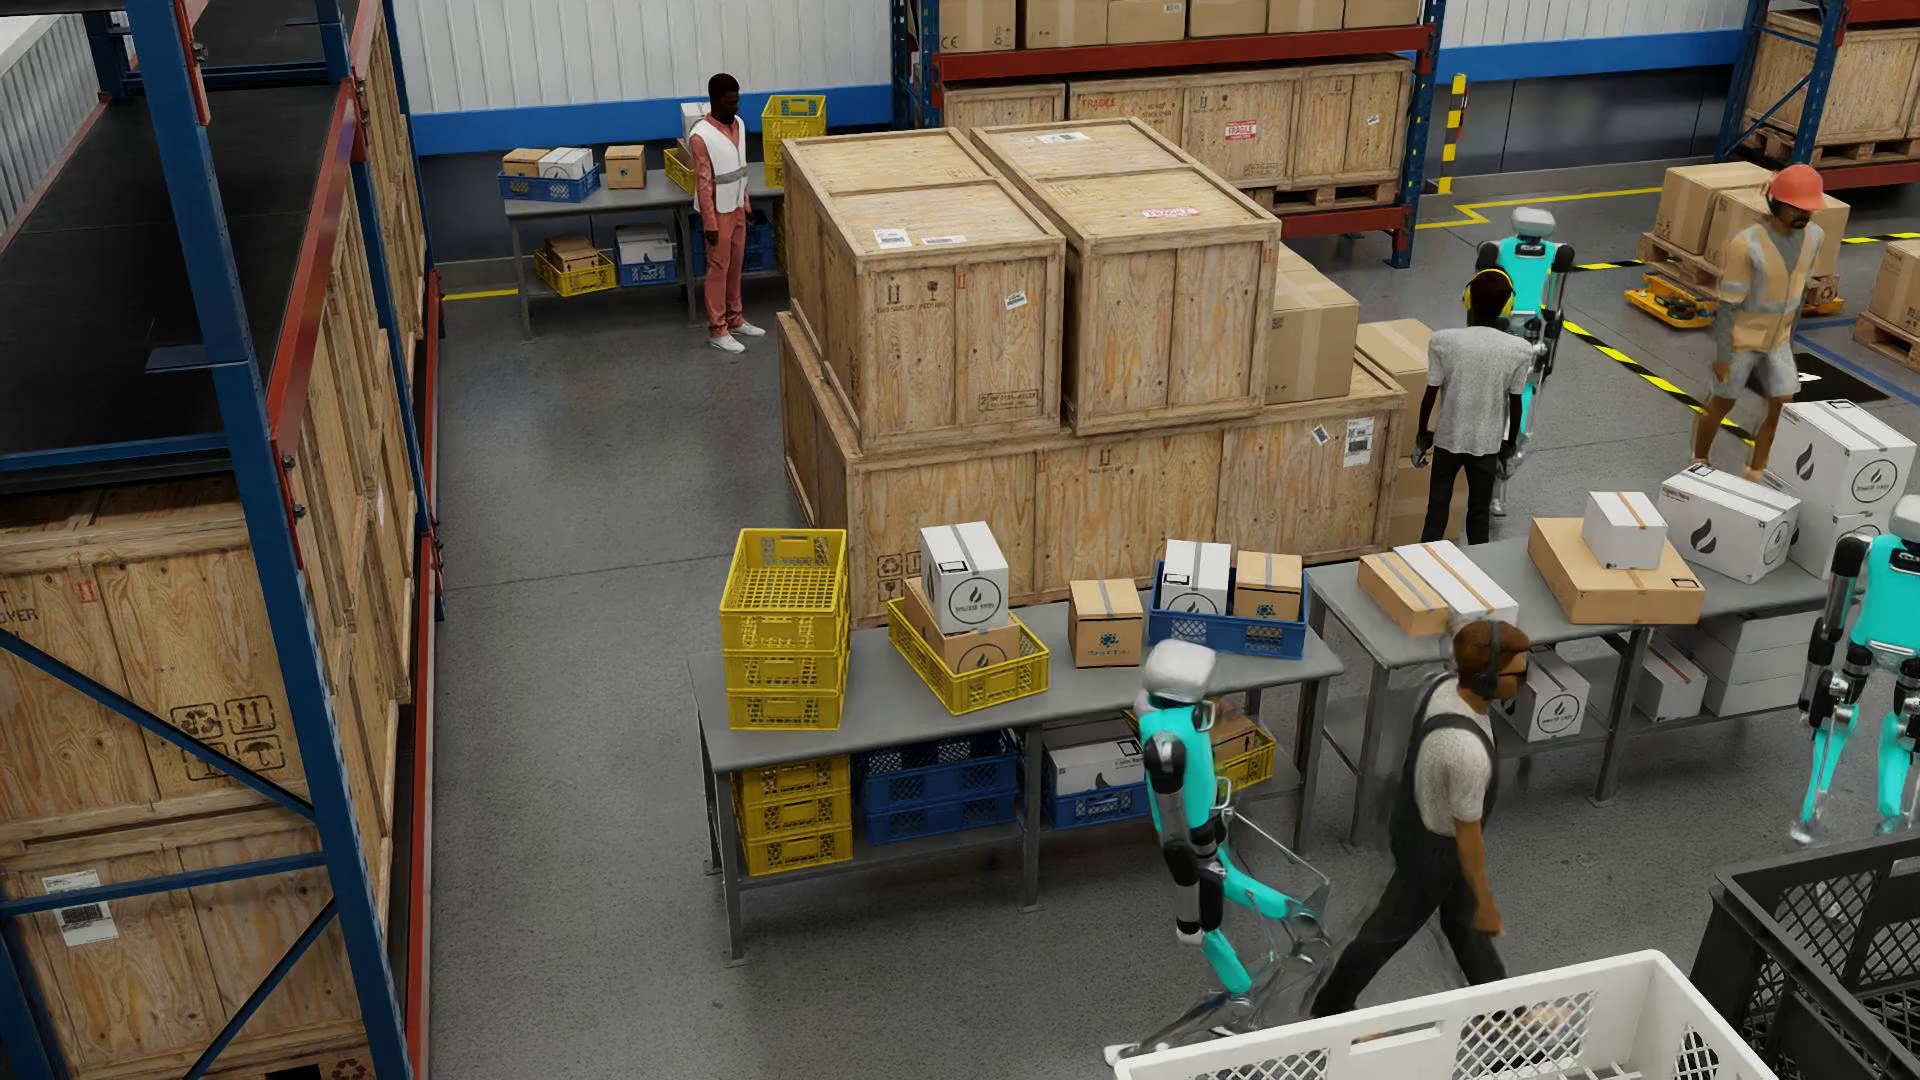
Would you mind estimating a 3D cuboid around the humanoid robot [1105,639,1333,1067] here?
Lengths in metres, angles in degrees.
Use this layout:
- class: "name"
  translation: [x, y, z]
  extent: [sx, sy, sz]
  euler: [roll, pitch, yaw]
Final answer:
- class: "humanoid robot"
  translation: [0.951, 1.147, 5.536]
  extent: [0.858, 1.779, 0.555]
  euler: [6, 29, 10]

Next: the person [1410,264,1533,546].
- class: "person"
  translation: [2.520, -0.467, 8.304]
  extent: [0.511, 1.872, 0.333]
  euler: [9, 30, 15]

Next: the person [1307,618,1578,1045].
- class: "person"
  translation: [1.708, 1.059, 5.609]
  extent: [0.975, 1.788, 0.523]
  euler: [5, 29, 10]

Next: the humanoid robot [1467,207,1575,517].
- class: "humanoid robot"
  translation: [3.114, -0.901, 9.271]
  extent: [0.541, 1.764, 1.023]
  euler: [0, 29, 1]

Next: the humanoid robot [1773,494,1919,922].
- class: "humanoid robot"
  translation: [3.406, 0.756, 6.262]
  extent: [0.541, 1.831, 0.660]
  euler: [15, 32, 26]

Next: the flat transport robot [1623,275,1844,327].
- class: "flat transport robot"
  translation: [5.793, -1.852, 12.449]
  extent: [1.431, 0.197, 0.652]
  euler: [-7, 30, -13]

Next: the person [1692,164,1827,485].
- class: "person"
  translation: [4.506, -1.075, 9.257]
  extent: [0.627, 2.015, 0.773]
  euler: [-8, 30, -13]

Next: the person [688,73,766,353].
- class: "person"
  translation: [-1.632, -2.274, 11.541]
  extent: [0.393, 1.914, 0.587]
  euler: [11, 31, 18]
